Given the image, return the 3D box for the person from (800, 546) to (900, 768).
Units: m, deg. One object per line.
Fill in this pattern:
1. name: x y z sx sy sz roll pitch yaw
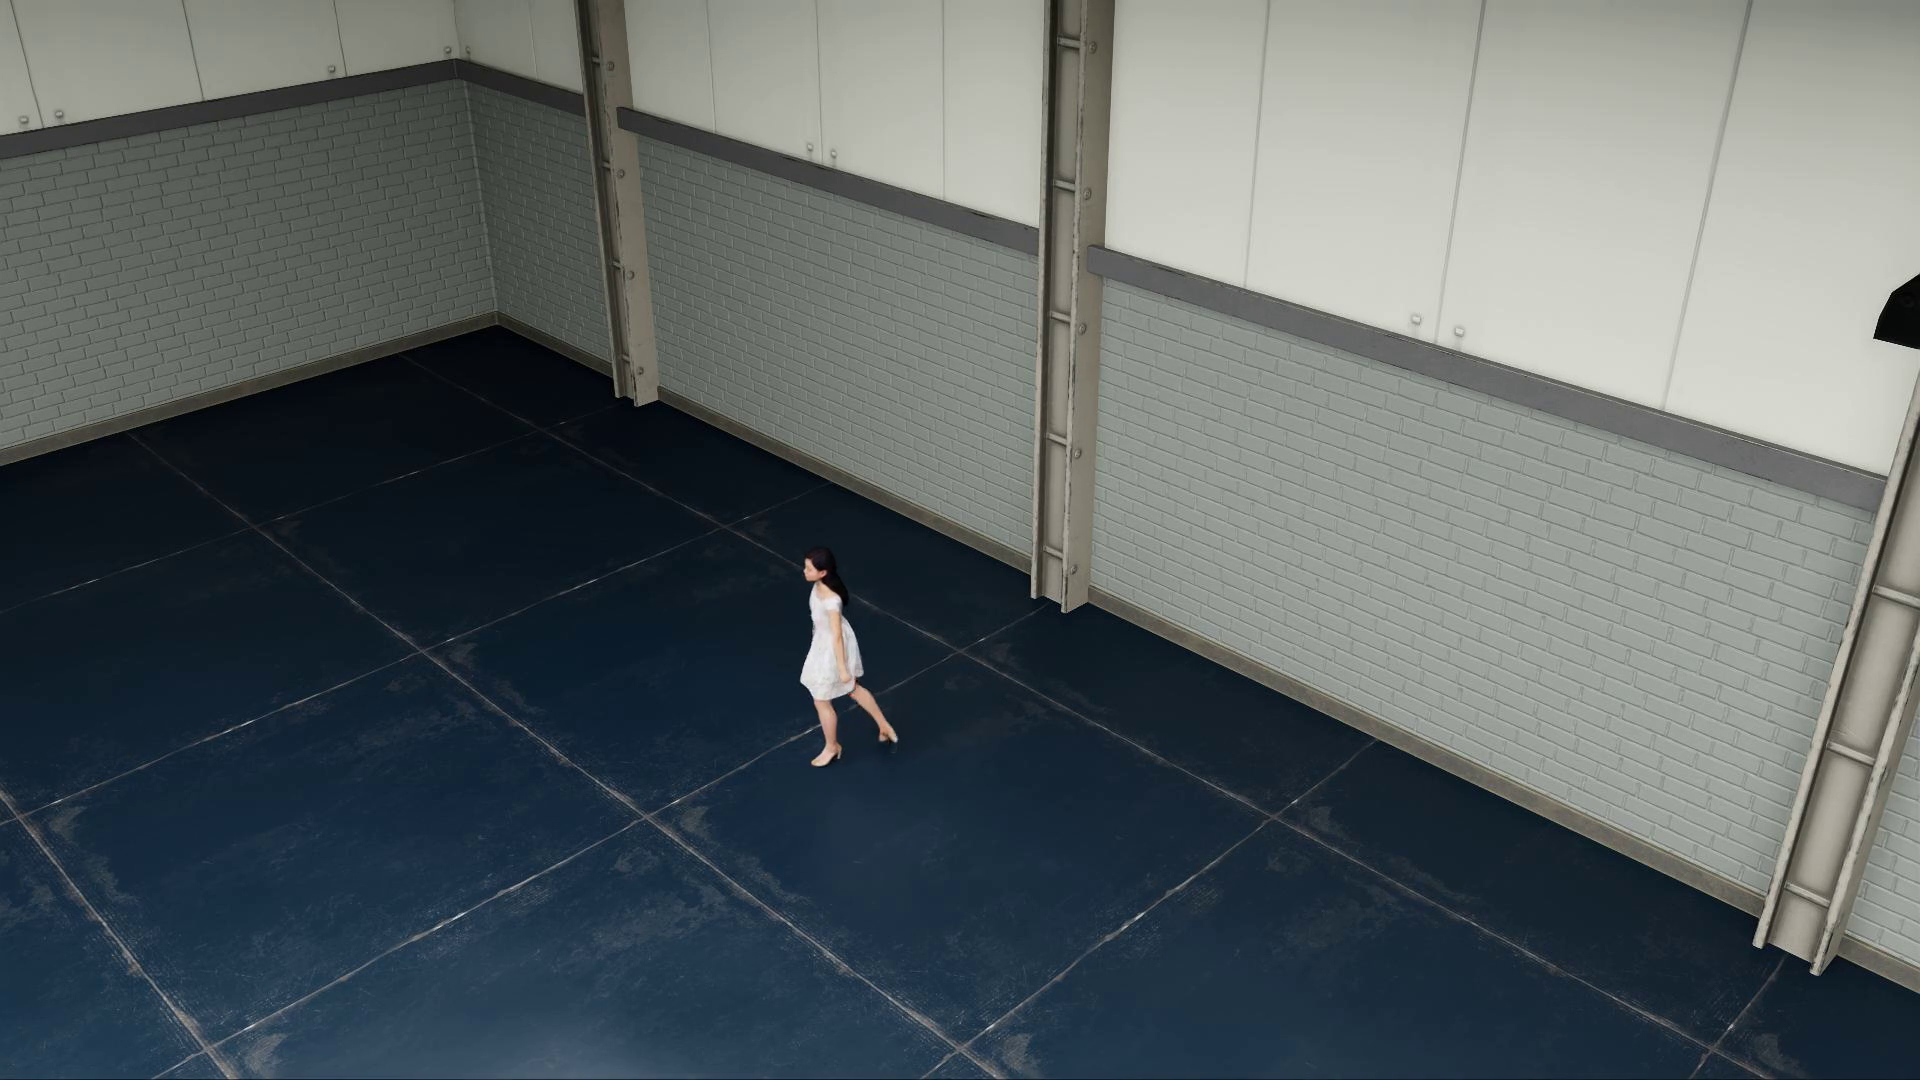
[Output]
1. person: -0.810 0.803 11.395 0.991 1.741 0.975 -3 28 -5
